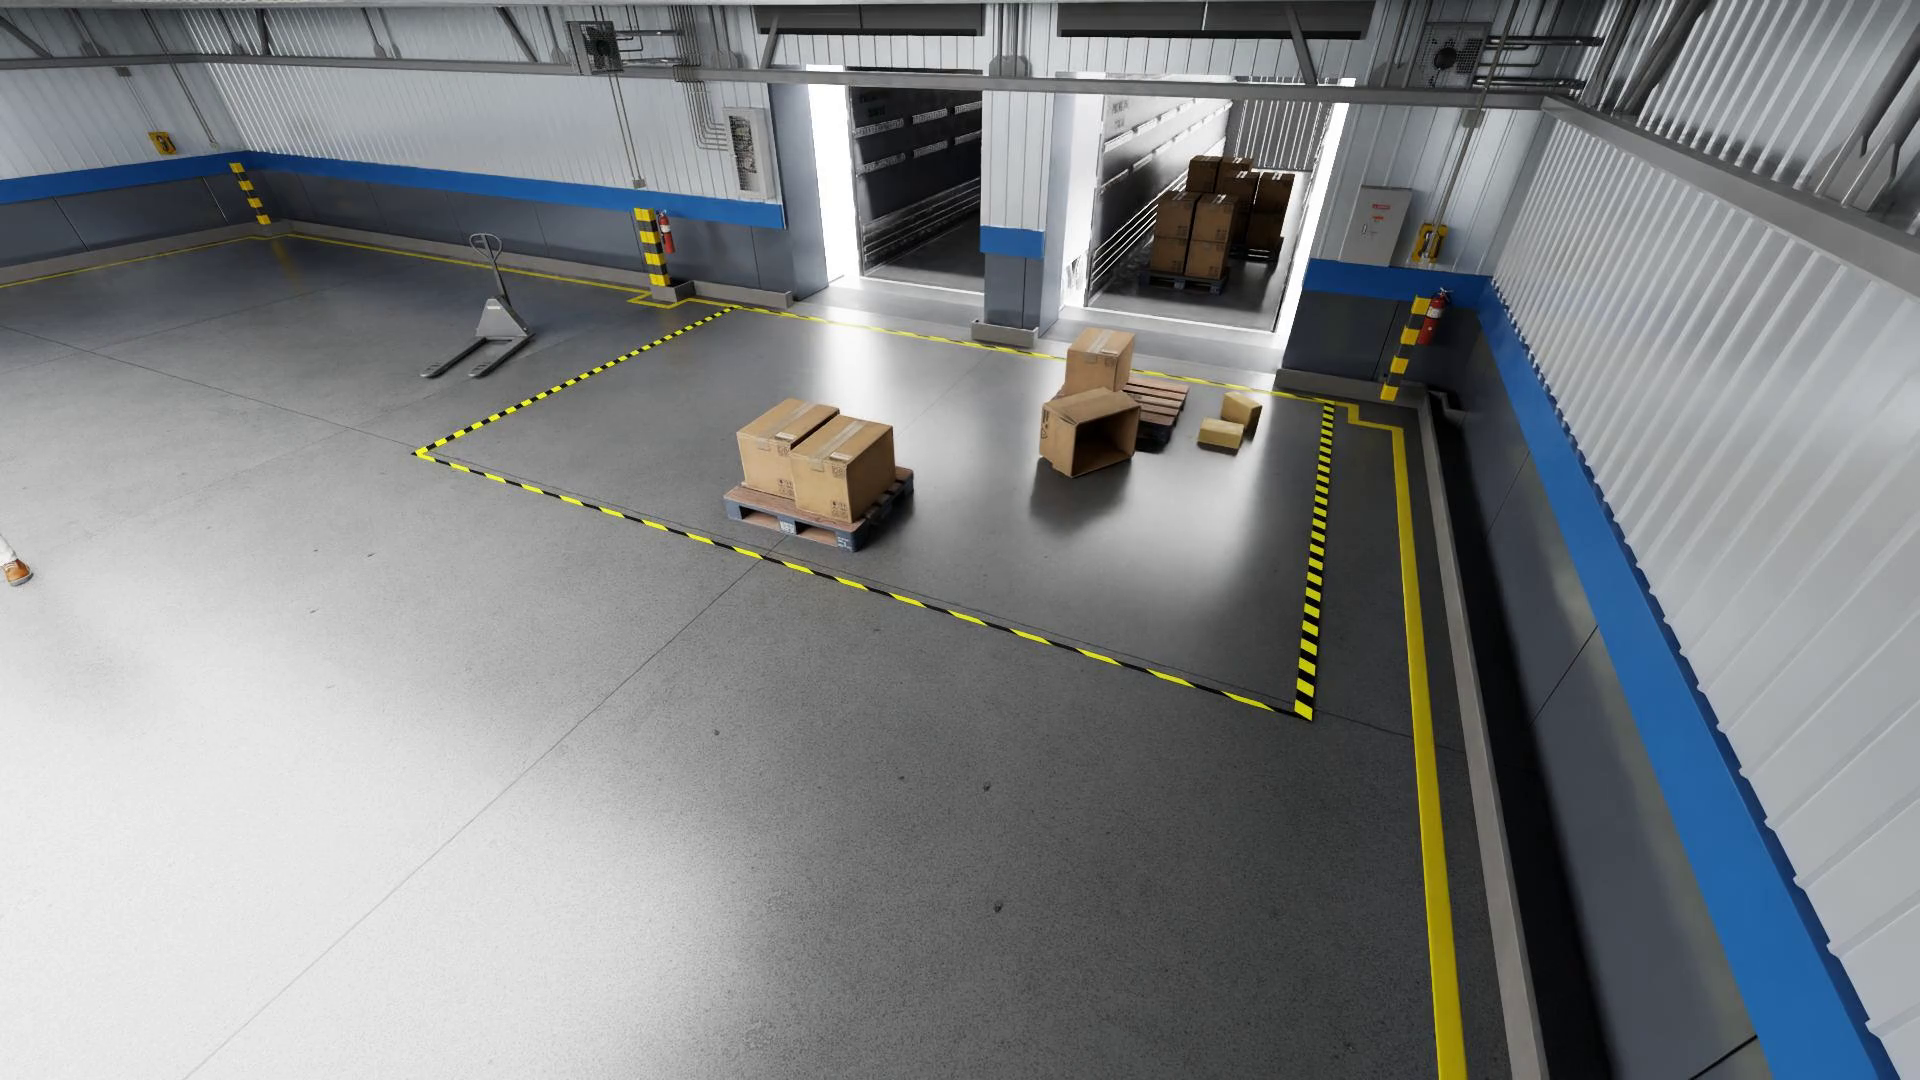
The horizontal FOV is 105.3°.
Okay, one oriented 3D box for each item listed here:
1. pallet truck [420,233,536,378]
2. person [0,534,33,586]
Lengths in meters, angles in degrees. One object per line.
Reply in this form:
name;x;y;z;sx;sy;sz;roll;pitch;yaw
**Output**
pallet truck;-5.664;-2.712;8.427;0.680;1.201;1.601;0;35;-1
person;-6.900;-0.475;4.677;0.600;1.948;0.383;-27;44;-33
